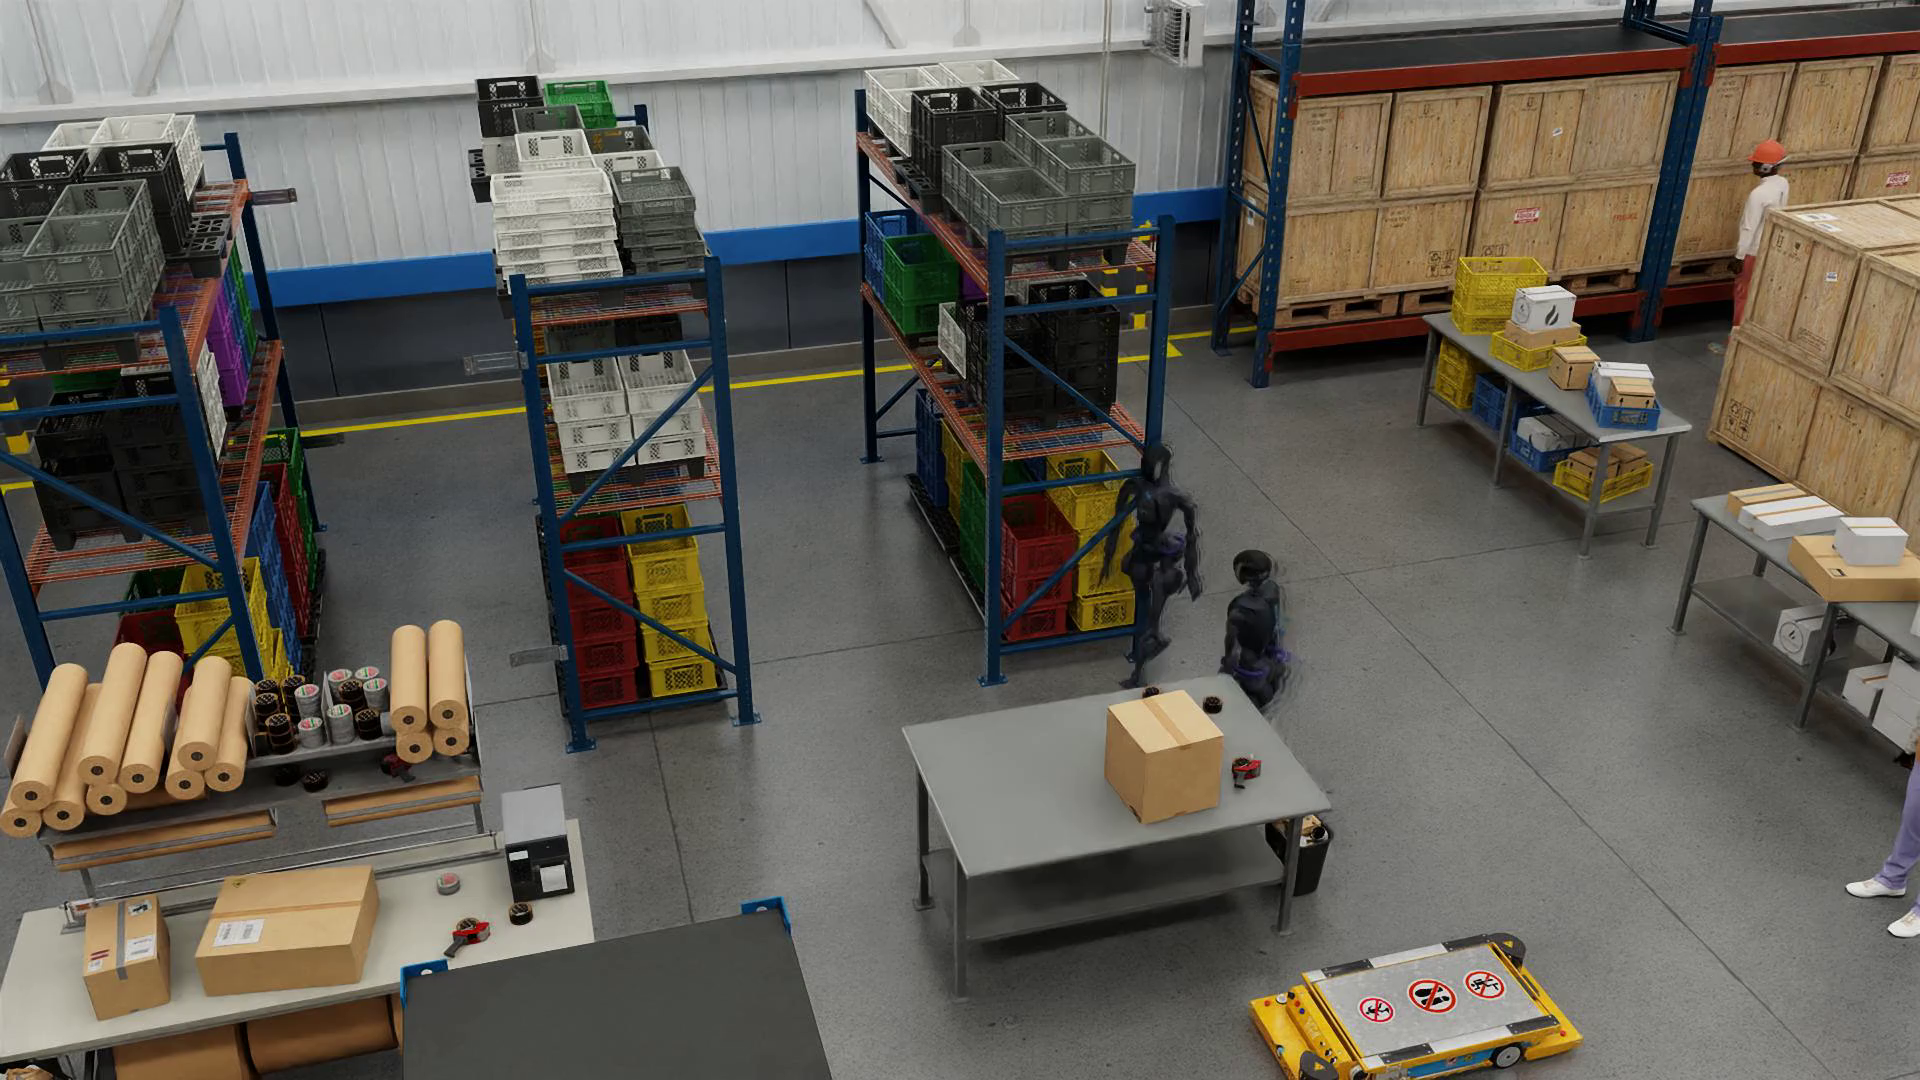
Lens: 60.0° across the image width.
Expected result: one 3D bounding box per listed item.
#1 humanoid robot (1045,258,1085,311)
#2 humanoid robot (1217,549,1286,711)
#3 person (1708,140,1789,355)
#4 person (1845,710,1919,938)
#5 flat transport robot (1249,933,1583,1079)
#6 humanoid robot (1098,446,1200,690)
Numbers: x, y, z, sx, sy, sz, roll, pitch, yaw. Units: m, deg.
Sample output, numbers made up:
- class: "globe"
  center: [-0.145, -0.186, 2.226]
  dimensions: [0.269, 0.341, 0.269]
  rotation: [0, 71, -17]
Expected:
- class: "humanoid robot"
  center: [0.800, -1.923, 14.199]
  dimensions: [0.565, 1.653, 0.344]
  rotation: [2, 29, 3]
- class: "humanoid robot"
  center: [1.649, 0.787, 9.274]
  dimensions: [0.443, 1.647, 0.599]
  rotation: [22, 35, 34]
- class: "person"
  center: [7.260, -2.673, 15.259]
  dimensions: [0.626, 1.982, 0.424]
  rotation: [-23, 36, -35]
- class: "person"
  center: [4.967, 1.146, 8.354]
  dimensions: [0.365, 1.928, 0.584]
  rotation: [-5, 29, -9]
- class: "flat transport robot"
  center: [2.184, 2.282, 7.980]
  dimensions: [1.431, 0.197, 0.652]
  rotation: [-8, 30, -14]
- class: "humanoid robot"
  center: [1.189, 0.156, 10.468]
  dimensions: [0.582, 1.615, 0.791]
  rotation: [23, 36, 35]
